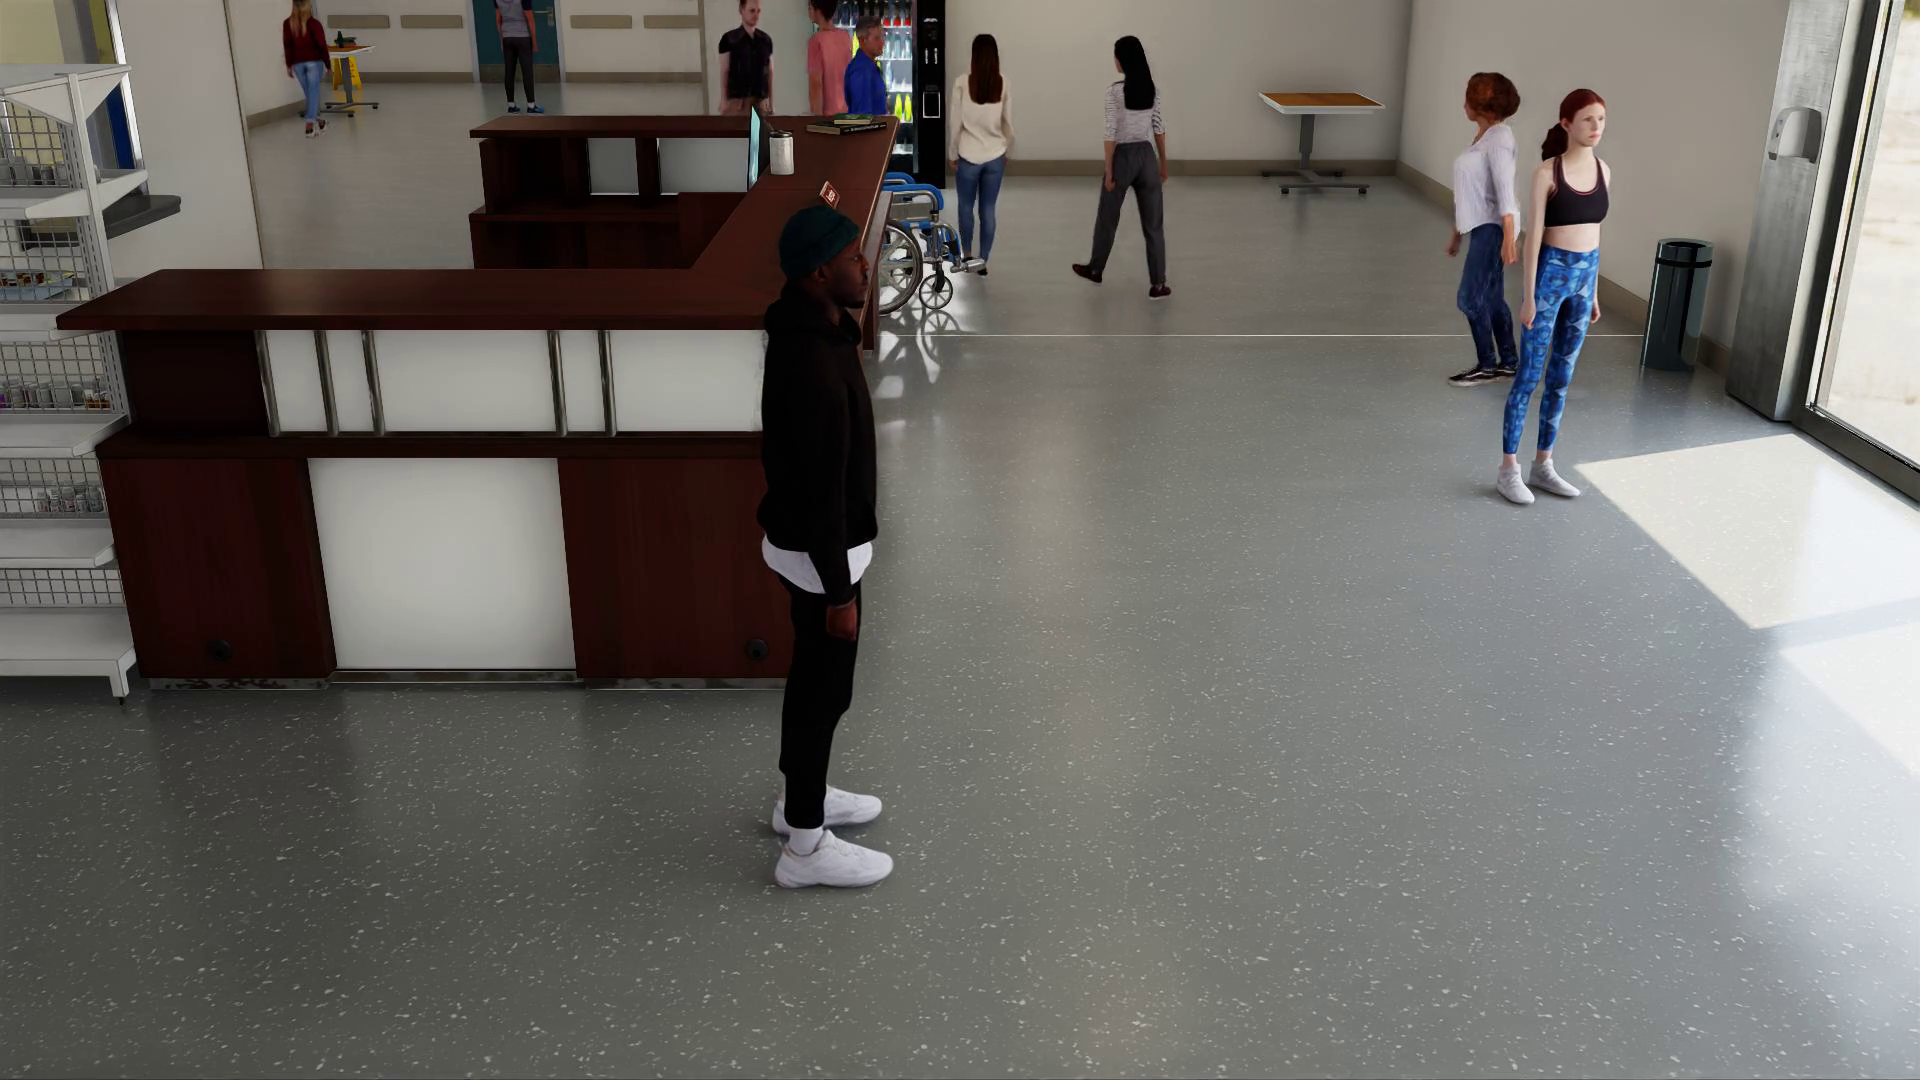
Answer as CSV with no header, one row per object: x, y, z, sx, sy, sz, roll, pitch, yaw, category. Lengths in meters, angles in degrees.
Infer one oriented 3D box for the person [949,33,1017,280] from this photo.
0.176,-2.678,11.712,0.604,1.681,0.733,-3,21,-7,person

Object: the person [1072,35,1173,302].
1.185,-2.427,11.028,1.030,1.696,0.952,-5,21,-14,person

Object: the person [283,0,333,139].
-7.433,-5.344,18.891,1.023,1.581,0.722,2,21,4,person

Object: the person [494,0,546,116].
-5.700,-6.413,21.363,0.612,1.829,0.806,6,21,14,person

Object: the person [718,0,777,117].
-1.906,-3.819,14.529,0.842,1.818,0.921,-12,24,-28,person

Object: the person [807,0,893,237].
-0.878,-3.127,12.572,1.288,1.911,1.178,18,27,39,person

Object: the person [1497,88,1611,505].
2.618,-1.054,7.277,0.630,1.784,0.717,-8,22,-20,person

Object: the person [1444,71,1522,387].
2.958,-1.662,9.040,0.725,1.674,0.706,-1,21,-3,person

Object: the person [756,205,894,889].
-0.379,0.027,4.381,0.588,1.814,0.682,-2,21,-6,person
